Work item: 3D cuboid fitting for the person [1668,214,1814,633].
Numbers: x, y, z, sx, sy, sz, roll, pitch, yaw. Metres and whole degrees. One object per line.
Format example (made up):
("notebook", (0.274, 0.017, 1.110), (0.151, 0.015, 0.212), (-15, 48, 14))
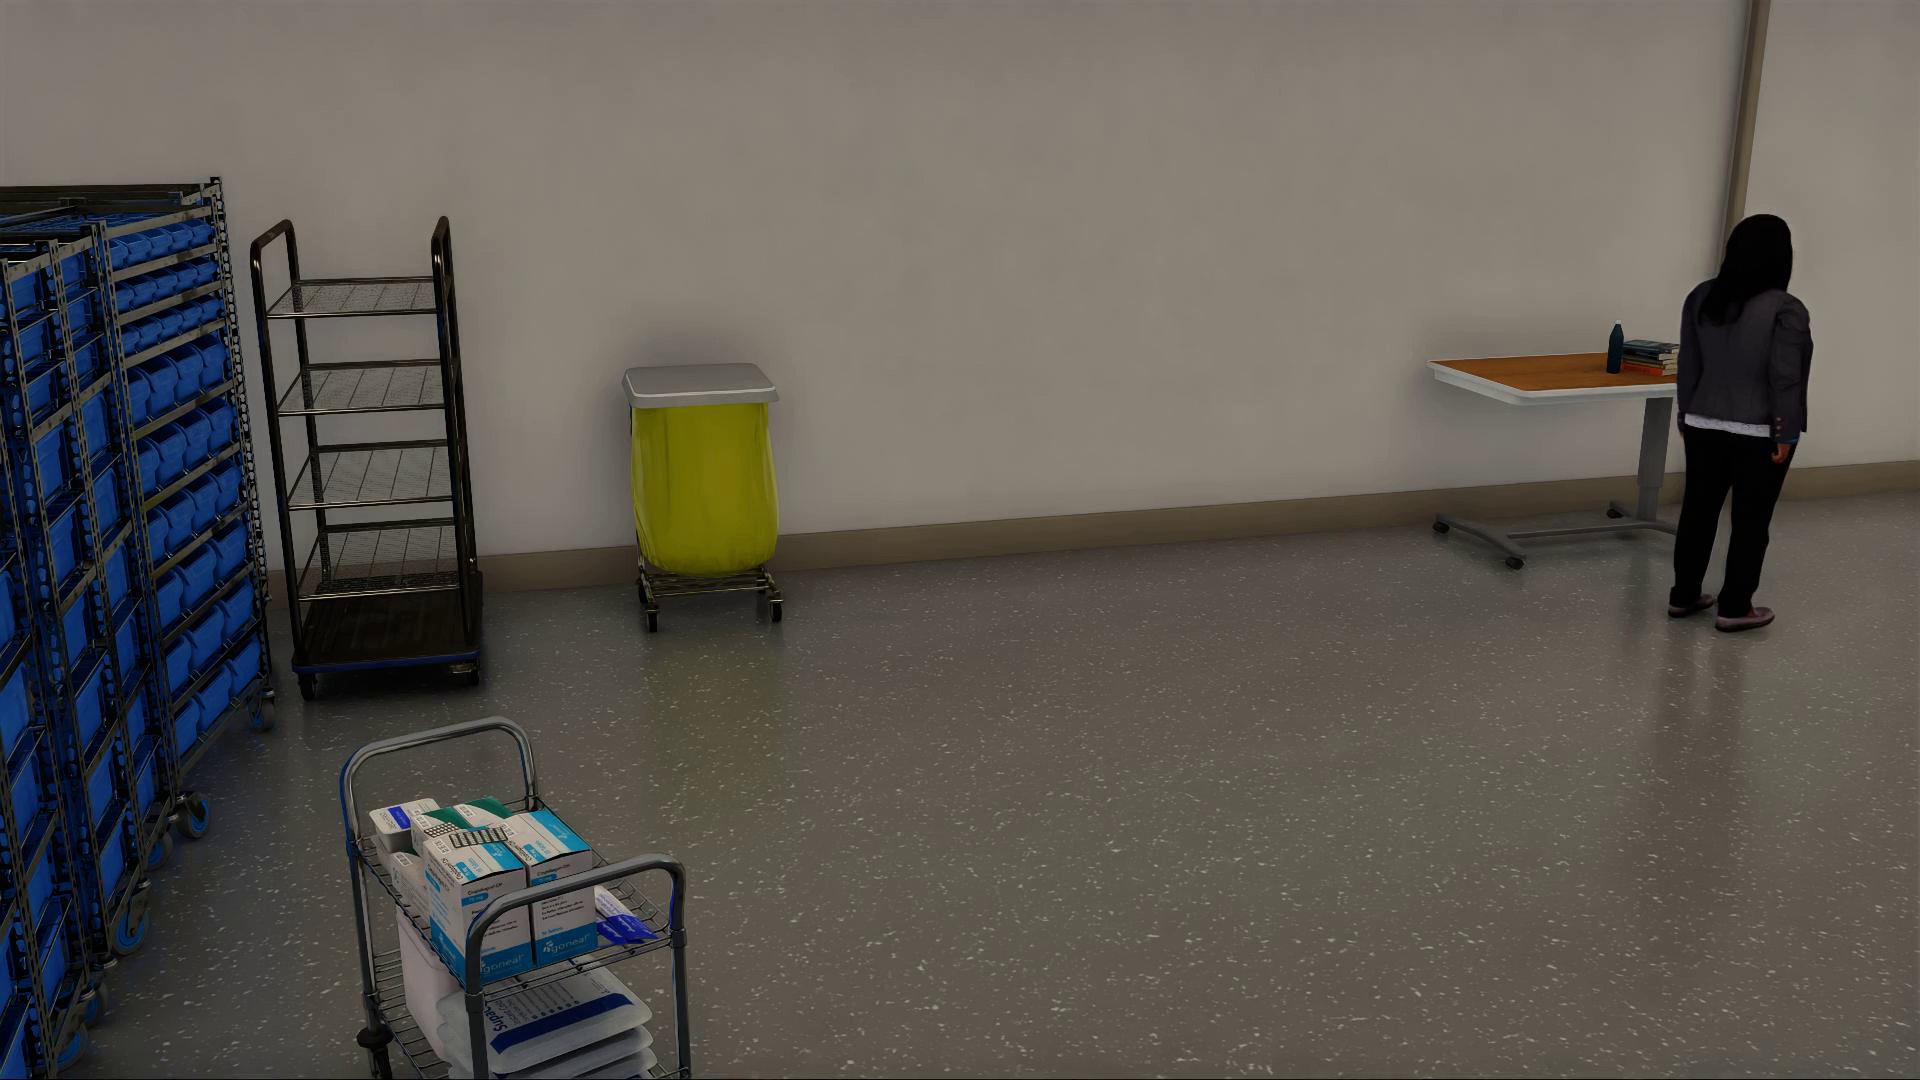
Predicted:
("person", (2.998, -0.446, 6.410), (0.747, 1.597, 0.745), (-9, 18, -29))
